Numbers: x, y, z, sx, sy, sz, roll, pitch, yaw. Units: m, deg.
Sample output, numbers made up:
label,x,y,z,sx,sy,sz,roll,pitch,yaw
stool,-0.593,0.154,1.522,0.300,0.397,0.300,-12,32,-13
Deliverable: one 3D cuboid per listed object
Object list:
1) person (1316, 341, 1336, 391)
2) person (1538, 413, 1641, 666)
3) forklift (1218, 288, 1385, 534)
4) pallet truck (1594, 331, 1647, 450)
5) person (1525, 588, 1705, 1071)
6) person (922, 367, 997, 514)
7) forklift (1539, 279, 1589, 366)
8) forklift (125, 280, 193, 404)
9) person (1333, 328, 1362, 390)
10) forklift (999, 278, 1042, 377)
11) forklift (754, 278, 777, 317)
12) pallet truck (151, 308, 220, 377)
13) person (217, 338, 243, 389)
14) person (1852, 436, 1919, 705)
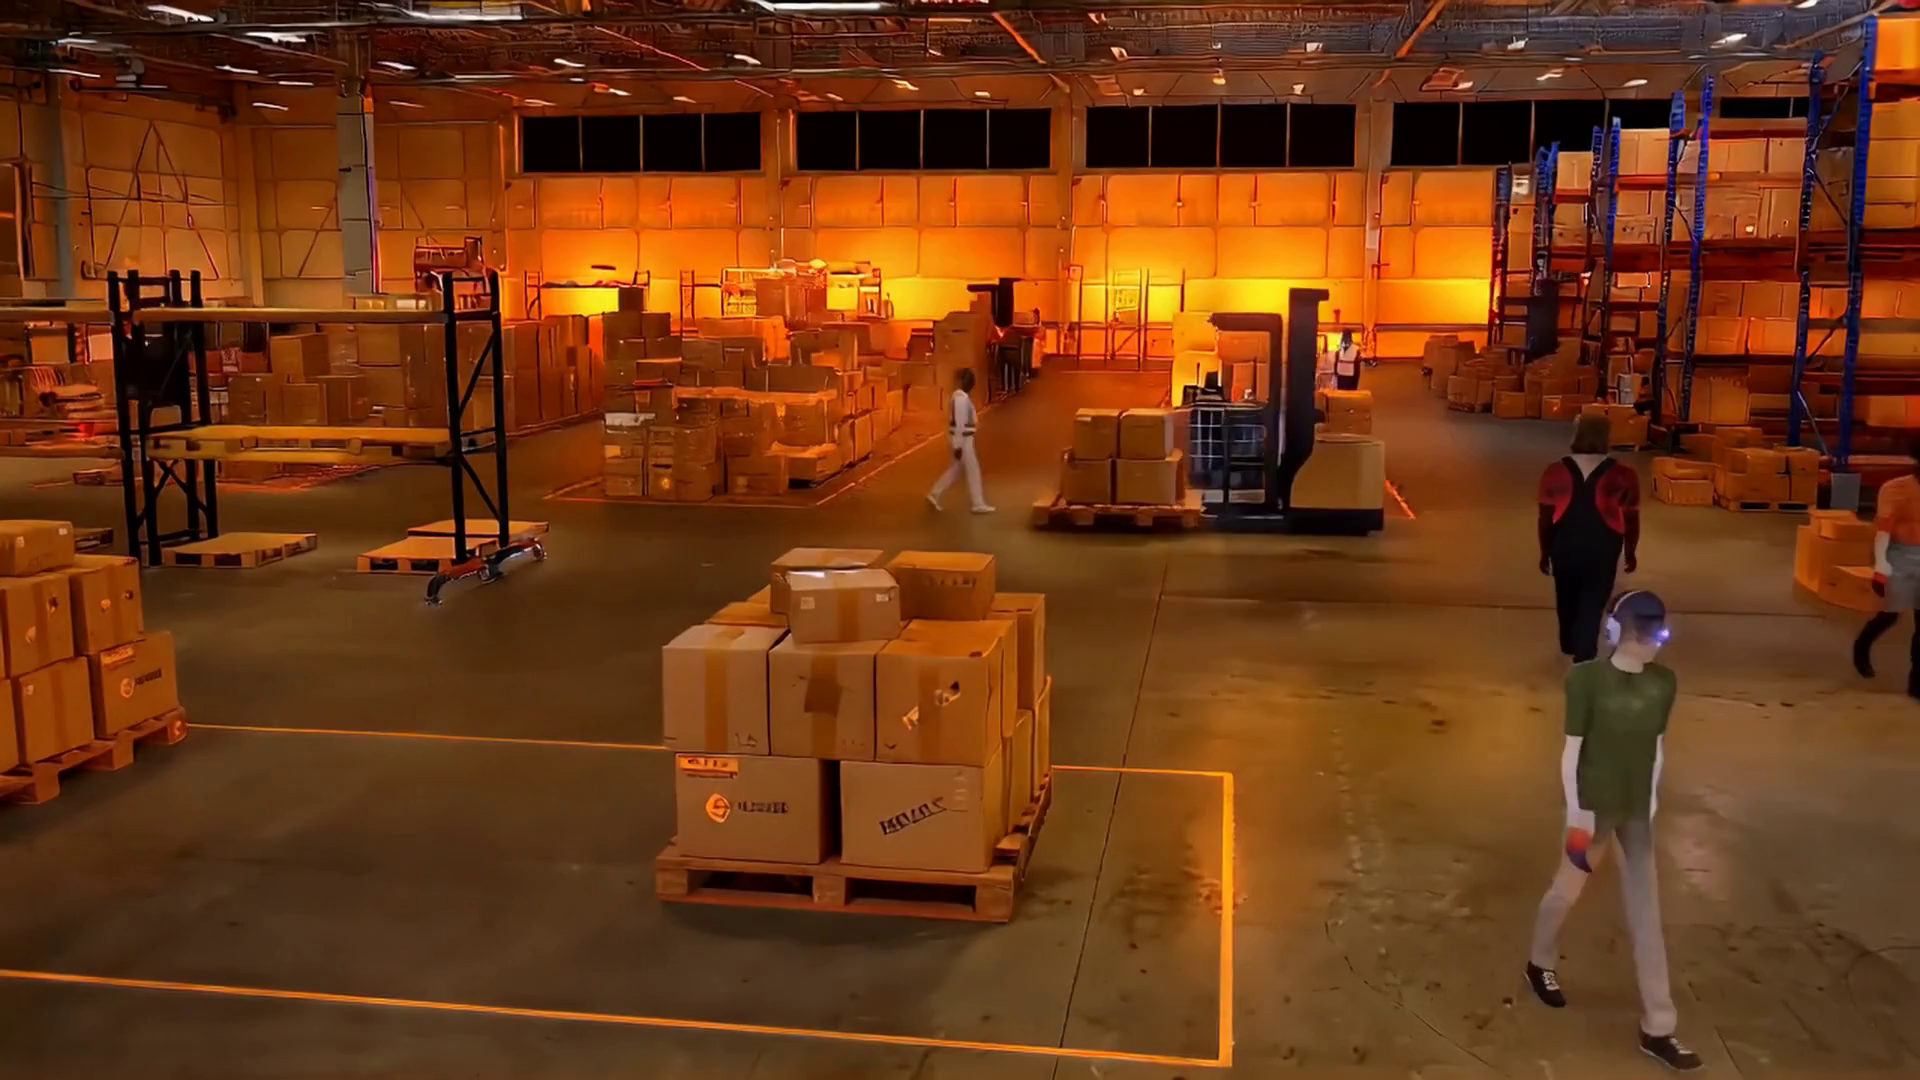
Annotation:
label,x,y,z,sx,sy,sz,roll,pitch,yaw
person,7.591,-3.370,34.734,0.535,1.572,0.781,3,10,17
person,4.679,0.023,12.353,0.692,2.000,1.067,5,11,30
forklift,3.993,-1.538,19.399,1.873,2.768,1.129,1,9,9
pallet truck,11.253,-2.573,28.499,0.823,1.965,1.885,5,10,27
person,2.561,1.079,6.550,0.534,1.816,0.997,-1,9,-8
person,-0.016,-1.229,20.665,0.884,1.855,0.584,0,9,-2
forklift,13.378,-4.524,37.818,1.873,2.768,1.129,1,9,9
forklift,-18.397,-4.544,37.940,1.129,2.768,1.873,-1,9,-8
person,7.645,-3.222,32.782,0.386,1.910,0.592,-8,12,-40
forklift,1.321,-5.934,46.514,1.873,2.768,1.129,1,9,9
forklift,-4.944,-5.287,42.519,1.873,2.768,1.129,1,9,9
pallet truck,-21.869,-5.598,47.154,0.823,1.965,1.885,4,10,26
person,-15.660,-3.541,35.720,0.518,1.592,0.874,-2,9,-12
person,6.720,0.160,11.839,0.609,1.935,0.800,0,9,1
